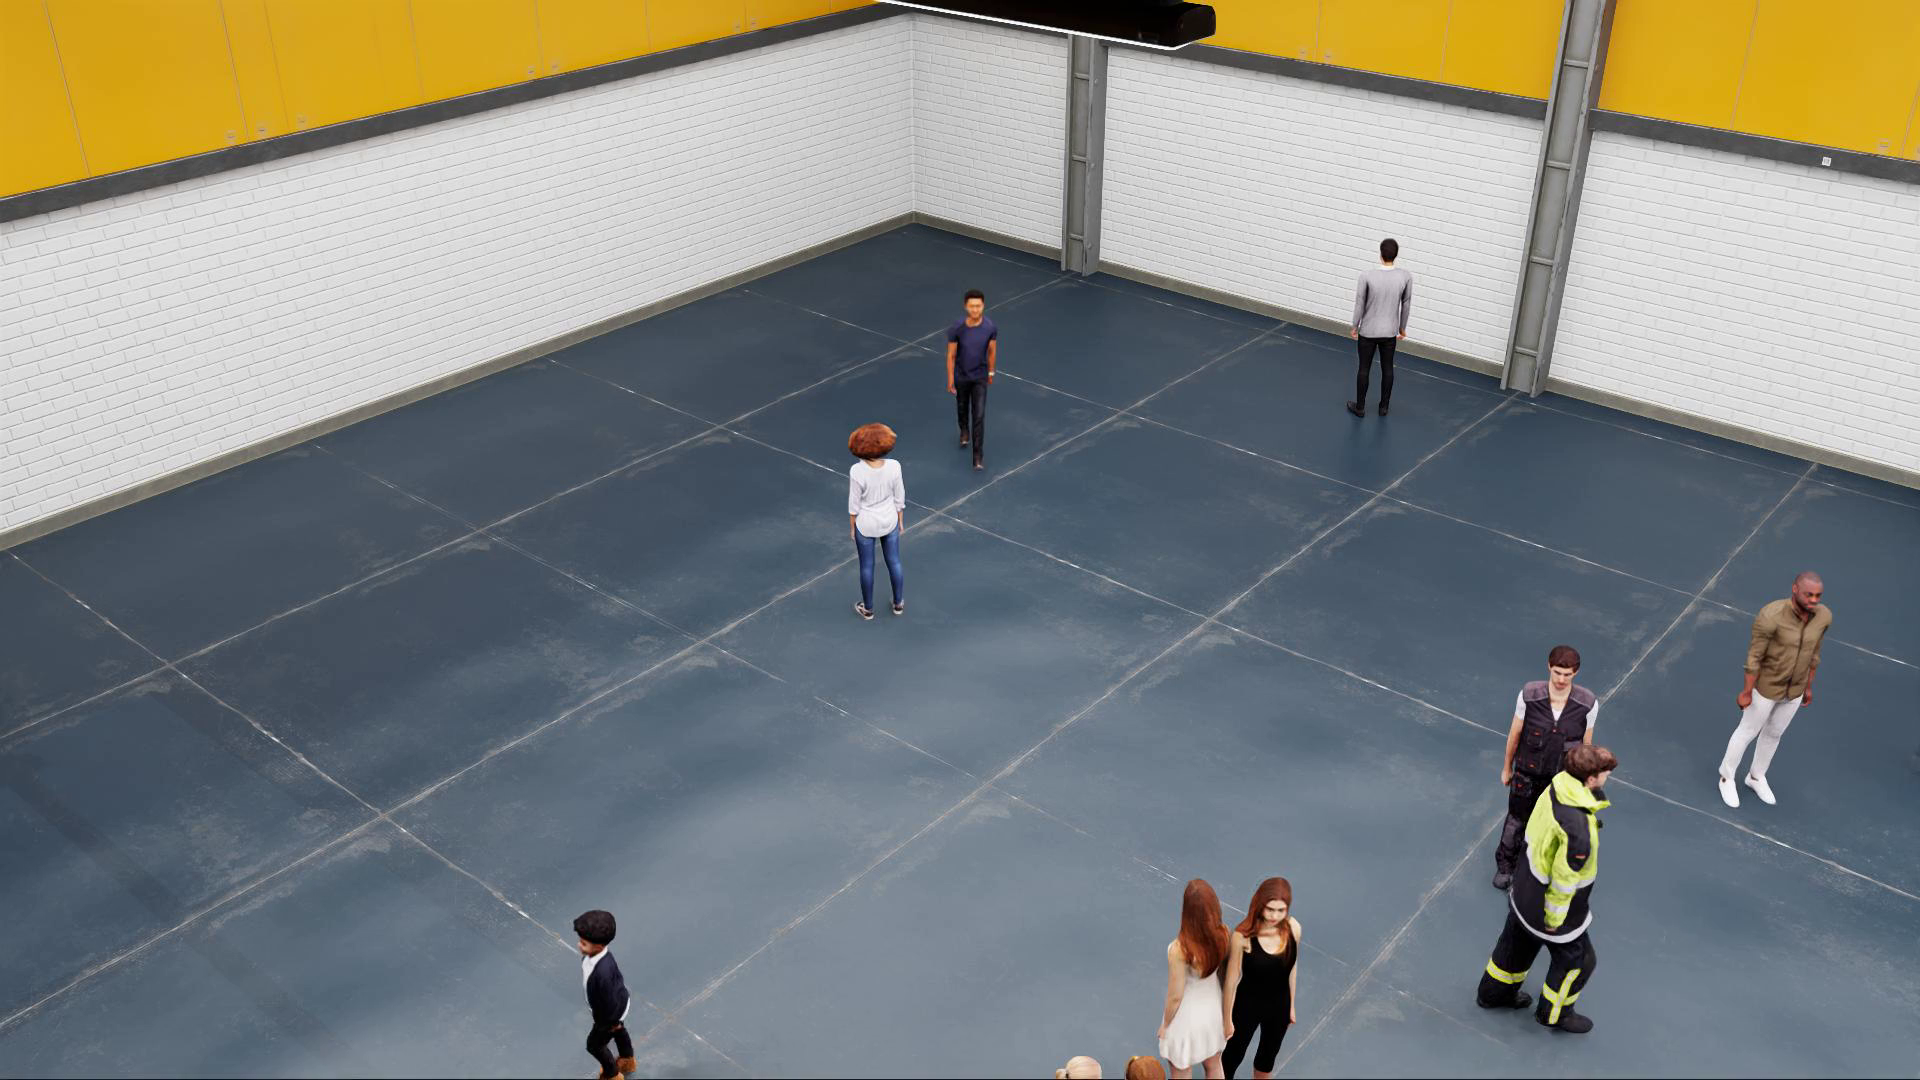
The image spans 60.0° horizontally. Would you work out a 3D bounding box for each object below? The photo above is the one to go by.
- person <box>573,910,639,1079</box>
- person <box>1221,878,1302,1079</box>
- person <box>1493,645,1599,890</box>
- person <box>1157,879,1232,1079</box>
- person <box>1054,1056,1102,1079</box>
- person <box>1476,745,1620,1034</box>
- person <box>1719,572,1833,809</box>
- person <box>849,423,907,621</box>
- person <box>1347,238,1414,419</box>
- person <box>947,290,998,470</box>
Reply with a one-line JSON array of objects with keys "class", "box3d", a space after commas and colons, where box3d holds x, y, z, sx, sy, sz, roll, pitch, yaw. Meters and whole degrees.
[{"class": "person", "box3d": [-1.907, 2.532, 9.224, 0.663, 1.215, 0.589, -7, 29, -13]}, {"class": "person", "box3d": [1.586, 2.466, 8.813, 0.656, 1.724, 0.679, -8, 30, -14]}, {"class": "person", "box3d": [3.722, 1.450, 10.548, 0.649, 1.846, 0.787, 9, 30, 15]}, {"class": "person", "box3d": [1.245, 2.495, 8.775, 0.631, 1.709, 0.642, -15, 32, -25]}, {"class": "person", "box3d": [0.590, 3.041, 8.223, 0.626, 1.279, 0.542, -12, 31, -22]}, {"class": "person", "box3d": [3.280, 1.973, 9.478, 1.074, 1.952, 1.013, 1, 29, 1]}, {"class": "person", "box3d": [5.594, 0.997, 11.400, 0.789, 1.824, 0.826, -4, 29, -8]}, {"class": "person", "box3d": [-0.680, -0.159, 13.636, 0.743, 1.714, 0.778, -7, 29, -13]}, {"class": "person", "box3d": [4.322, -2.185, 17.131, 0.817, 1.924, 0.893, -1, 29, -1]}, {"class": "person", "box3d": [0.090, -1.632, 16.305, 1.183, 1.743, 1.201, -1, 29, -2]}]
